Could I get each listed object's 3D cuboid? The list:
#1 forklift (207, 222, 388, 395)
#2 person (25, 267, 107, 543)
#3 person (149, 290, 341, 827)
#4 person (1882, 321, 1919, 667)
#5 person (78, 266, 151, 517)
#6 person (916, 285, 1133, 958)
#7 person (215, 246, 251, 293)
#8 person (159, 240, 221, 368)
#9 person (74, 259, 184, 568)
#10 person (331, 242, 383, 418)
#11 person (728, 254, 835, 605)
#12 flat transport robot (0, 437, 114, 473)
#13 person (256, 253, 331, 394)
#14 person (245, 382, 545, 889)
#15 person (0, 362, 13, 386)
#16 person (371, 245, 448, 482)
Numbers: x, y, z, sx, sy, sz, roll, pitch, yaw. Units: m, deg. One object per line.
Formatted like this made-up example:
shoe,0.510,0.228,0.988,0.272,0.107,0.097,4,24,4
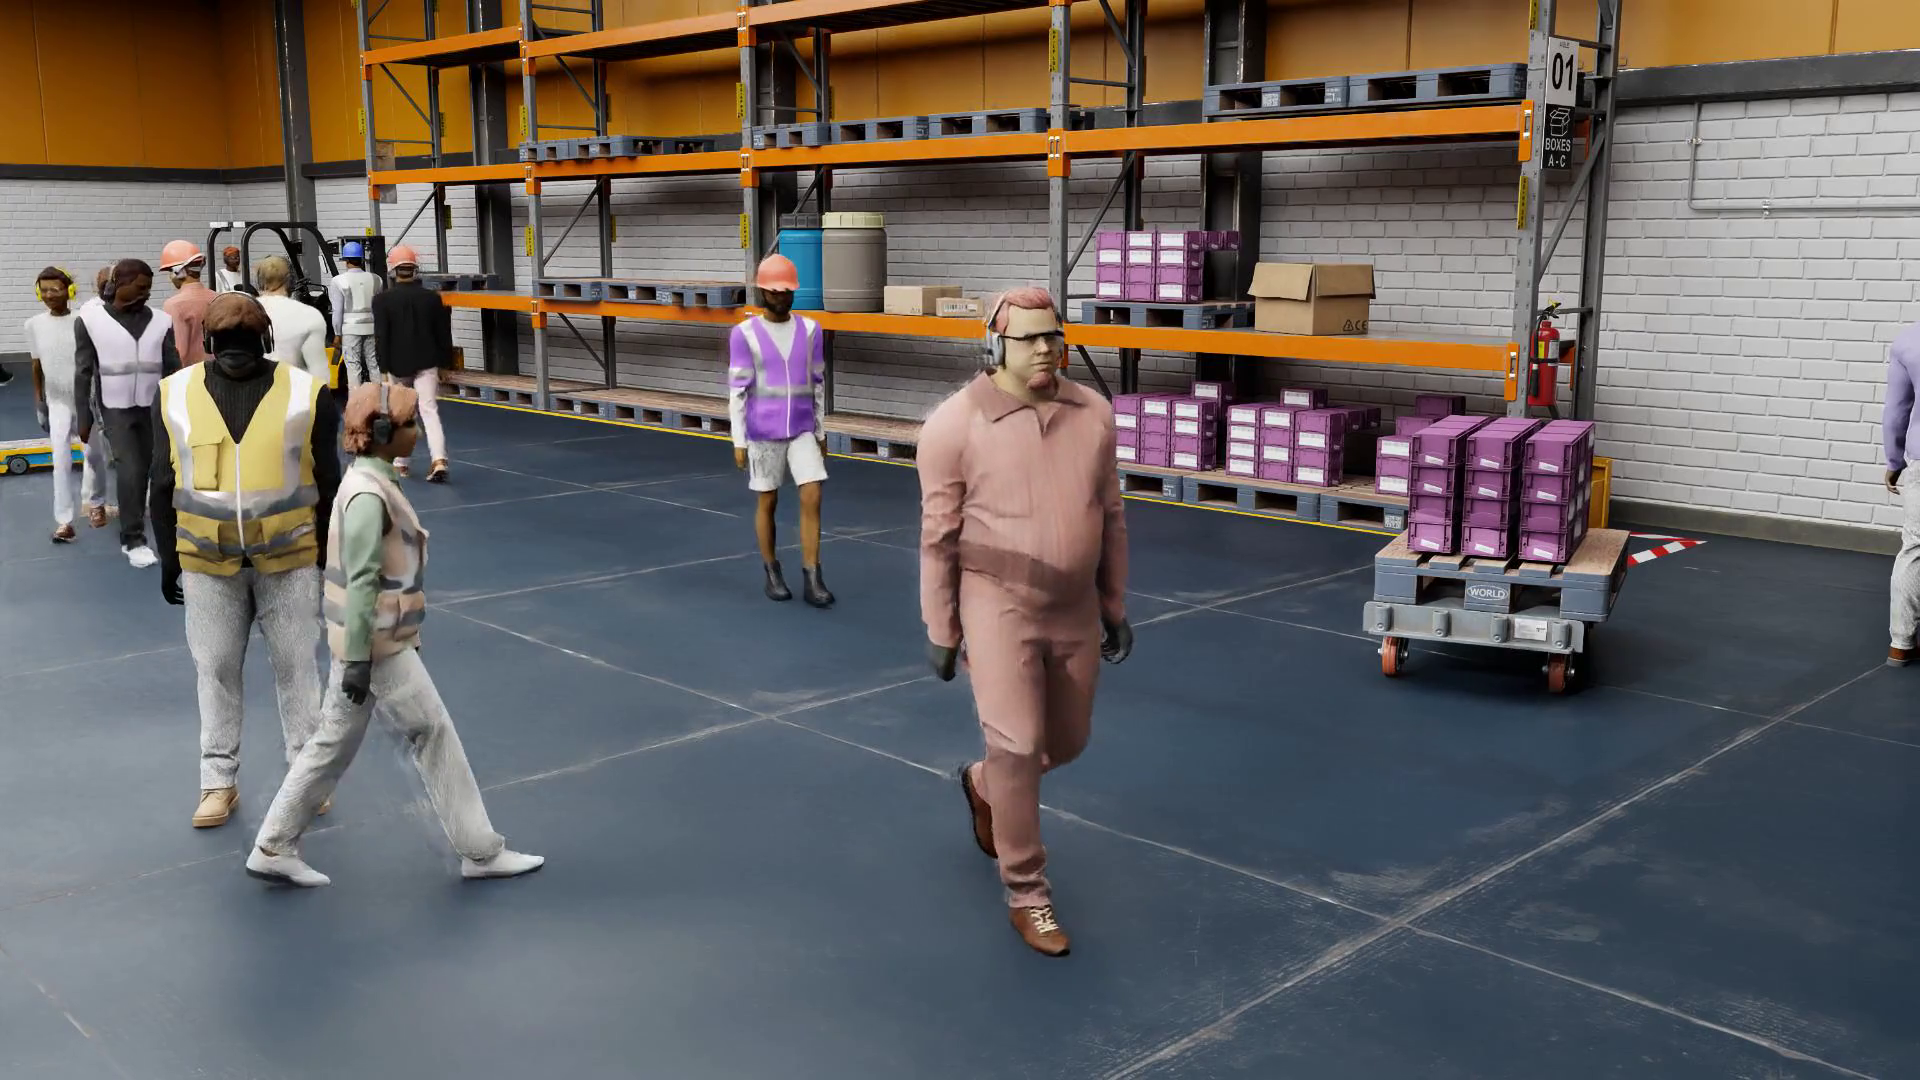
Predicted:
forklift,-8.169,-2.758,20.163,2.313,2.155,1.214,-10,14,-44
person,-5.985,-0.926,11.231,0.516,1.819,0.985,-3,11,-16
person,-2.446,0.067,5.741,0.621,1.838,0.429,-3,11,-17
person,4.588,-0.338,7.664,0.355,1.938,0.637,-8,13,-37
person,-5.960,-1.045,11.893,0.887,1.800,0.645,-1,10,-4
person,0.166,0.193,4.921,0.639,1.889,0.774,-6,12,-28
person,-9.493,-2.890,21.763,0.349,1.877,0.578,5,12,27
person,-5.231,-1.049,11.414,0.387,1.987,0.608,2,11,10
person,-5.087,-0.786,10.294,0.831,1.870,0.609,7,13,34
person,-6.643,-2.310,18.392,0.385,1.948,0.605,10,14,43
person,-0.945,-0.574,9.018,0.584,1.910,0.770,-4,11,-23
flat transport robot,-7.964,-0.758,14.507,1.431,0.197,0.652,-10,14,-44
person,-4.183,-0.792,10.225,0.636,1.917,0.633,1,10,5
person,-1.810,0.305,5.112,0.882,1.588,0.521,-4,11,-20
person,-13.013,-2.939,21.944,0.619,1.895,1.015,-1,10,-3
person,-4.504,-1.448,13.722,0.621,1.958,1.022,-7,12,-33
